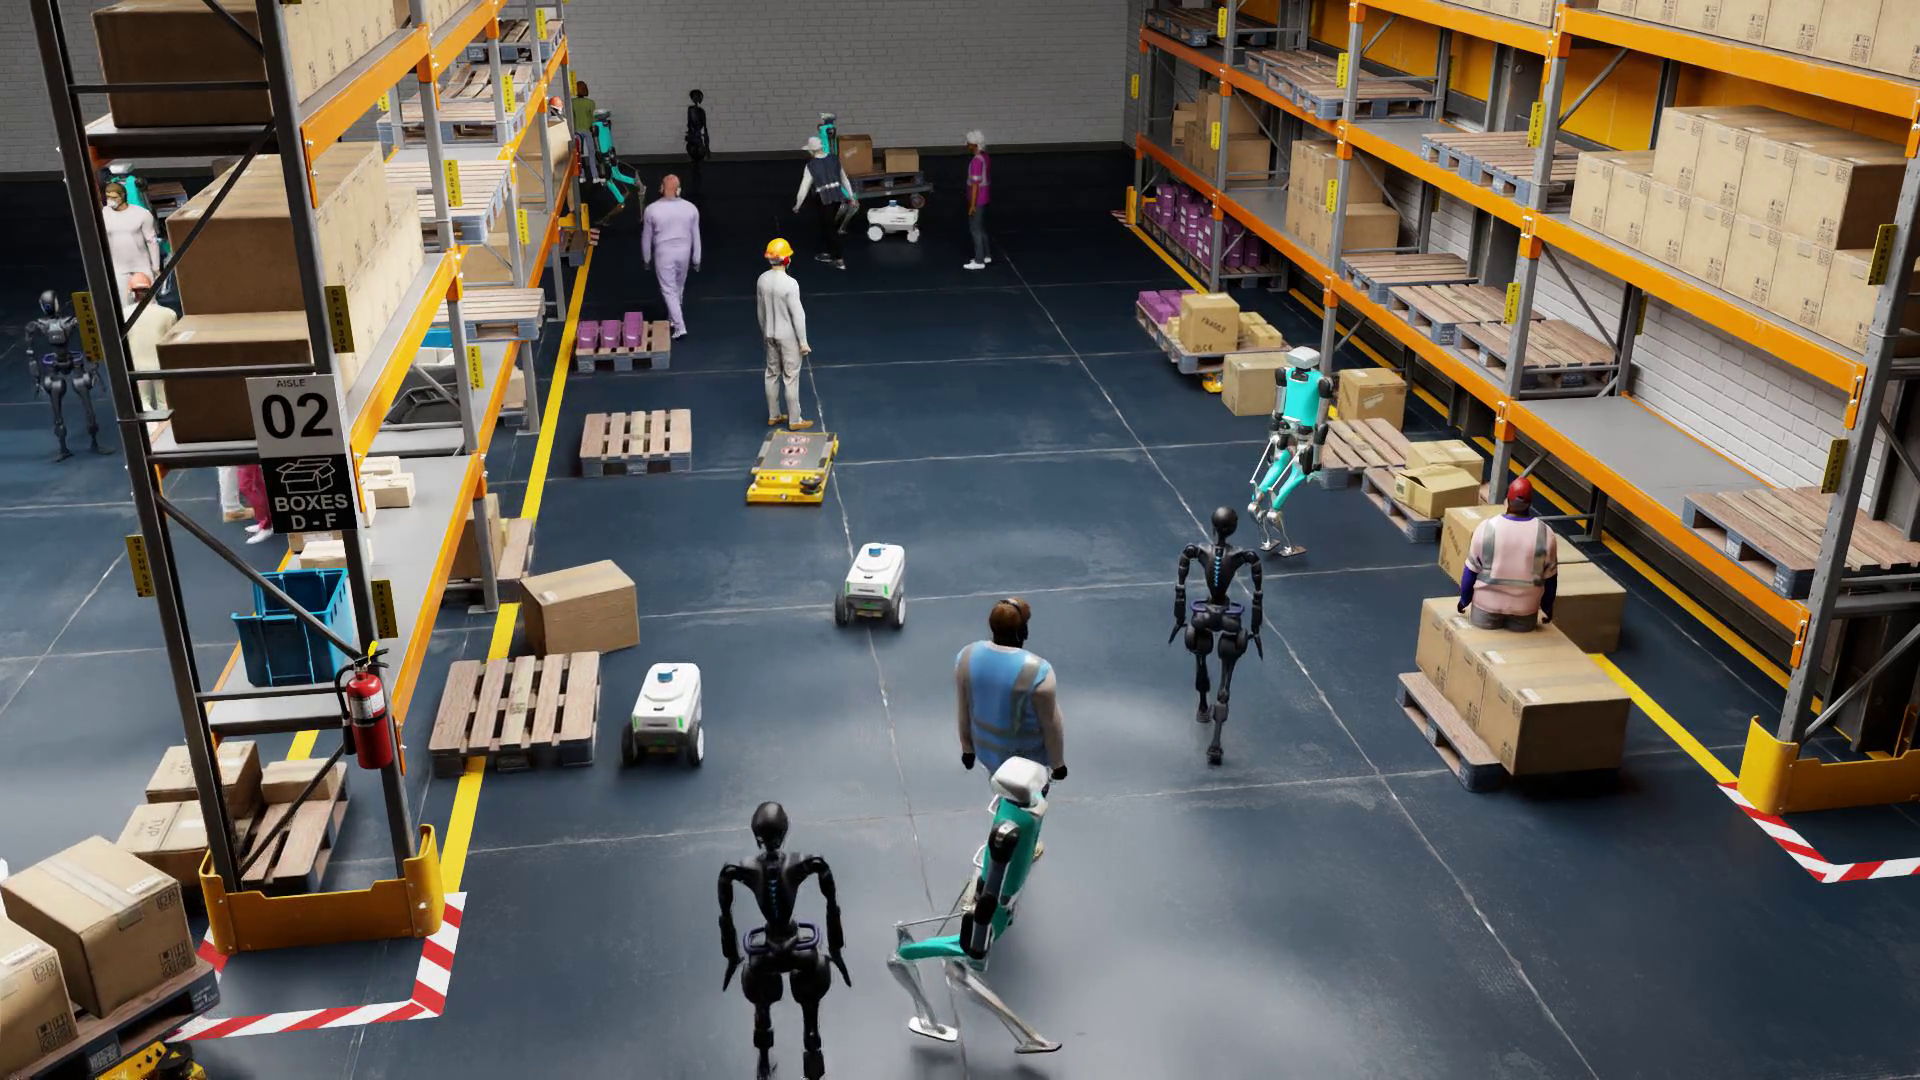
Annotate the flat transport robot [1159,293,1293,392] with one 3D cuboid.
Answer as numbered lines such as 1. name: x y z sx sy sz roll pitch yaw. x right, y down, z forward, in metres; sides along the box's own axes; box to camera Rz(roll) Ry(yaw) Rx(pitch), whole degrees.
1. flat transport robot: 2.828 -1.903 18.014 0.659 0.231 1.431 -3 24 -7

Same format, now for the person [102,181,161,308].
1. person: -9.213 -3.033 18.516 0.627 1.937 0.376 -5 24 -12

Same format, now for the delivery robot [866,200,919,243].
1. delivery robot: -0.967 -4.515 23.631 0.816 0.612 0.499 2 24 4

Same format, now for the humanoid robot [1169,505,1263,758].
1. humanoid robot: 1.654 0.557 10.721 0.613 1.626 0.784 6 24 13

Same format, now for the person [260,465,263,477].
1. person: -6.282 -1.470 14.938 0.499 1.948 0.430 16 28 31

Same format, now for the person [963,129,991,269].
1. person: 0.235 -4.502 21.995 0.338 1.834 0.530 5 24 11

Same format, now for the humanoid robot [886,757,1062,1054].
1. humanoid robot: 0.006 1.752 7.852 0.991 1.716 0.544 9 25 19

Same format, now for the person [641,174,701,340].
1. person: -3.321 -3.270 19.156 0.669 1.861 0.902 -10 26 -22

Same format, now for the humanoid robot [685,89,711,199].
1. humanoid robot: -4.126 -6.218 26.096 0.348 1.664 0.590 -18 30 -35

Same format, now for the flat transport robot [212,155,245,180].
1. flat transport robot: -10.316 -4.798 24.610 0.659 0.231 1.431 7 25 16

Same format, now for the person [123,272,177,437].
1. person: -7.569 -1.620 15.564 0.604 1.719 0.630 -13 27 -28

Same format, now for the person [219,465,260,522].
1. person: -6.116 -1.058 14.161 0.697 1.817 0.649 -16 28 -31

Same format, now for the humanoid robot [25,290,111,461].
1. humanoid robot: -8.290 -1.529 15.418 0.618 1.635 0.375 -11 26 -24

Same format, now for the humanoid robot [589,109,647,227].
1. humanoid robot: -4.873 -5.321 24.041 1.048 1.765 0.539 5 24 11

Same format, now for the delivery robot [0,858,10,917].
1. delivery robot: -5.173 1.983 8.765 0.499 0.564 0.737 -14 27 -28

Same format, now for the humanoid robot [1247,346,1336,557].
1. humanoid robot: 2.539 -0.657 13.183 0.735 1.677 0.533 -20 31 -38

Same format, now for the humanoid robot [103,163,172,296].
1. humanoid robot: -10.043 -3.784 20.575 0.539 1.849 0.782 1 24 3

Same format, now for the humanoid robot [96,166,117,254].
1. humanoid robot: -11.143 -4.350 21.884 0.600 1.622 0.778 15 28 31

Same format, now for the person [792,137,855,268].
1. person: -1.794 -4.497 22.131 0.759 1.698 0.758 -22 32 -40

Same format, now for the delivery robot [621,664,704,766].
1. delivery robot: -1.900 1.118 10.794 0.499 0.611 0.814 0 24 0

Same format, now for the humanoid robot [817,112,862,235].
1. humanoid robot: -1.671 -5.180 23.678 0.661 1.821 0.542 -9 25 -20

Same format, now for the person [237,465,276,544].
1. person: -5.939 -0.765 13.739 0.331 1.618 0.553 -12 26 -25

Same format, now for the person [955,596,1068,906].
1. person: 0.244 1.170 9.097 0.627 1.810 0.850 19 30 37

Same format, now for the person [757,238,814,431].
1. person: -1.721 -1.994 16.199 0.562 1.898 0.352 16 28 32

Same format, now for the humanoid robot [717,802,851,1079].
1. humanoid robot: -0.792 1.916 7.590 0.589 1.637 0.608 -3 24 -6

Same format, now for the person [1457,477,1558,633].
1. person: 3.579 0.409 10.899 0.602 1.754 0.420 5 24 12

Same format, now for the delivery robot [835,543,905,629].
1. delivery robot: -0.644 0.321 12.587 0.499 0.592 0.771 3 24 8

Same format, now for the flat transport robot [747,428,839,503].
1. flat transport robot: -1.516 -0.688 15.245 0.659 0.231 1.431 1 24 2

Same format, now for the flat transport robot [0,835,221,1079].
1. flat transport robot: -4.383 2.467 8.058 1.431 0.231 0.659 15 28 31

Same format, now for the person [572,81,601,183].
1. person: -6.117 -6.648 27.121 0.497 1.633 0.279 4 24 10

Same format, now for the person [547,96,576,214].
1. person: -6.006 -5.762 24.957 0.572 1.748 0.341 1 24 3
